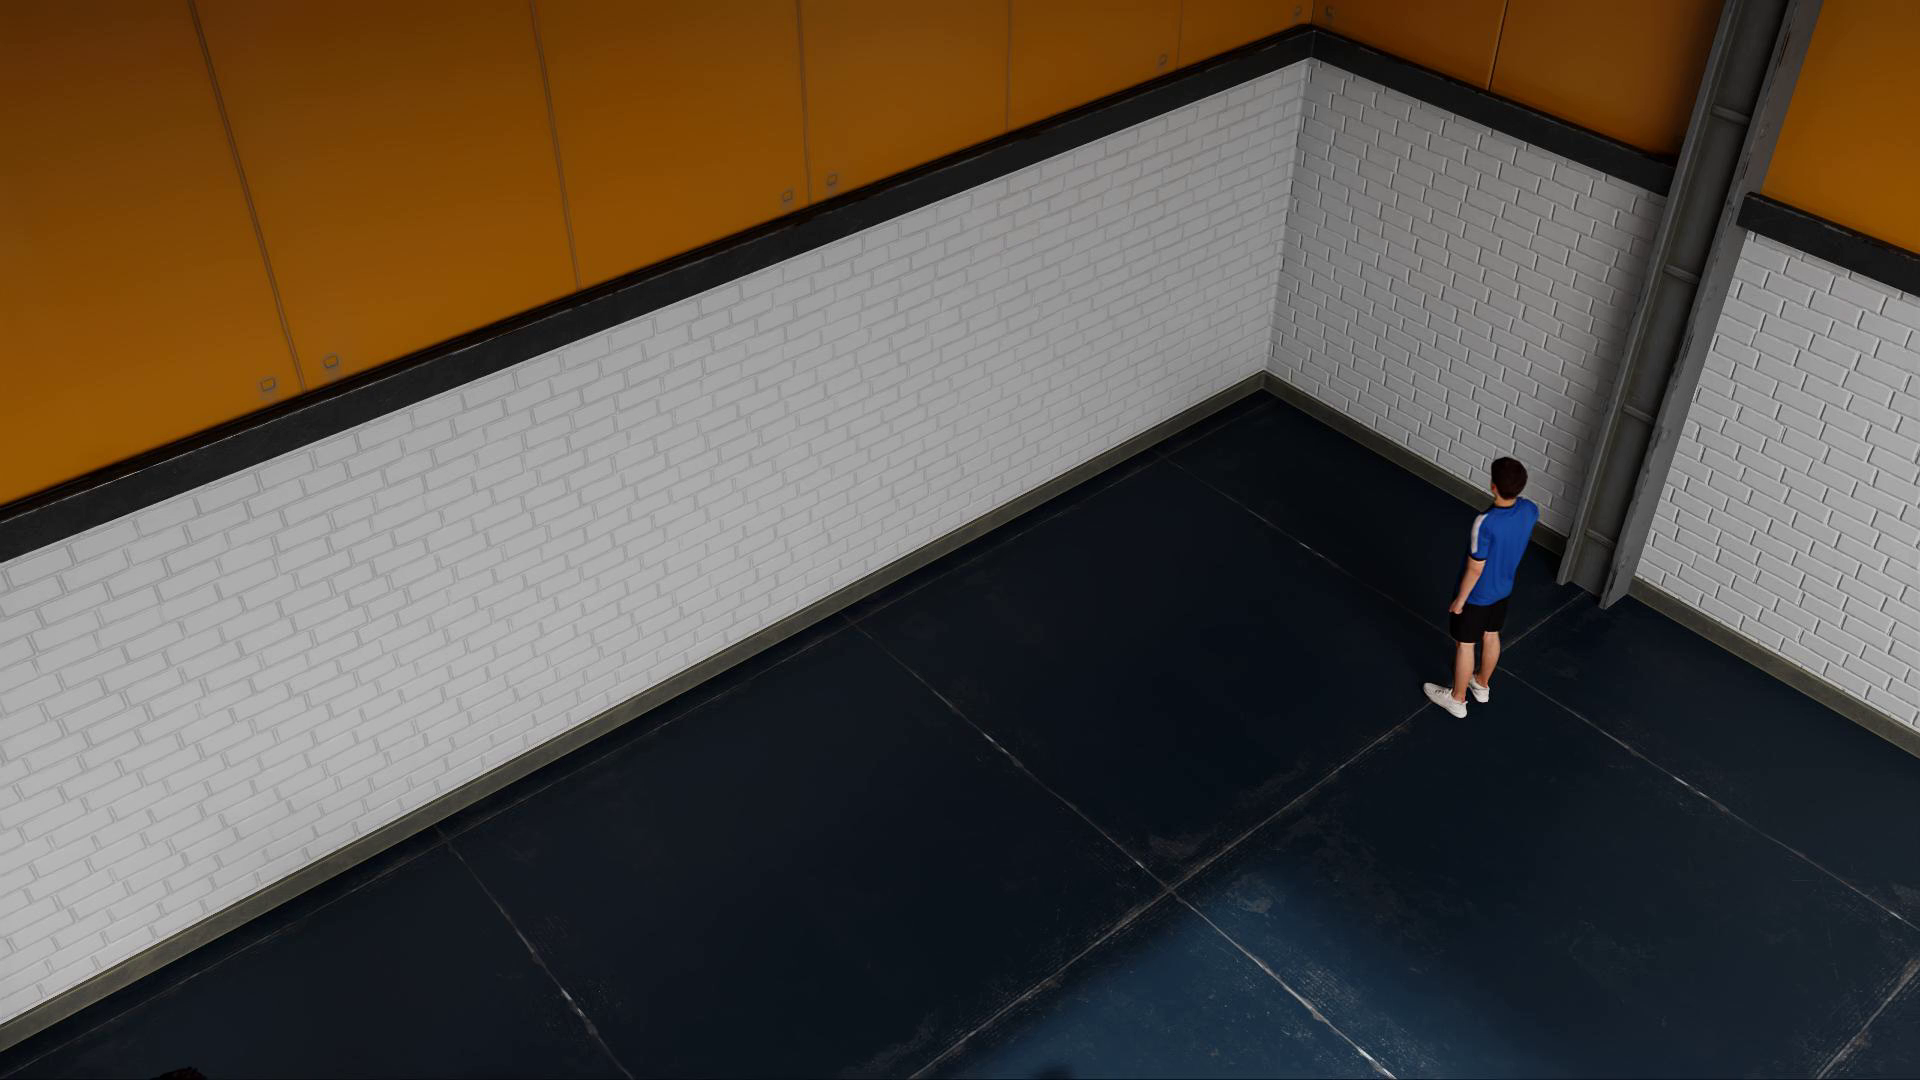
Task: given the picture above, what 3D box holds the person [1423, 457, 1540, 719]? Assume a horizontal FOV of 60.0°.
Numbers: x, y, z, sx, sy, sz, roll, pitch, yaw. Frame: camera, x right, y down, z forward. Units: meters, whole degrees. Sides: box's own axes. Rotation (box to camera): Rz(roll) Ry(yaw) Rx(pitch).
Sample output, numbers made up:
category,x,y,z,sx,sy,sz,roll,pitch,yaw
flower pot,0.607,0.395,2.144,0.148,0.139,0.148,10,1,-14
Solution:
category,x,y,z,sx,sy,sz,roll,pitch,yaw
person,3.210,0.283,10.150,0.678,1.866,0.596,-23,44,-26
